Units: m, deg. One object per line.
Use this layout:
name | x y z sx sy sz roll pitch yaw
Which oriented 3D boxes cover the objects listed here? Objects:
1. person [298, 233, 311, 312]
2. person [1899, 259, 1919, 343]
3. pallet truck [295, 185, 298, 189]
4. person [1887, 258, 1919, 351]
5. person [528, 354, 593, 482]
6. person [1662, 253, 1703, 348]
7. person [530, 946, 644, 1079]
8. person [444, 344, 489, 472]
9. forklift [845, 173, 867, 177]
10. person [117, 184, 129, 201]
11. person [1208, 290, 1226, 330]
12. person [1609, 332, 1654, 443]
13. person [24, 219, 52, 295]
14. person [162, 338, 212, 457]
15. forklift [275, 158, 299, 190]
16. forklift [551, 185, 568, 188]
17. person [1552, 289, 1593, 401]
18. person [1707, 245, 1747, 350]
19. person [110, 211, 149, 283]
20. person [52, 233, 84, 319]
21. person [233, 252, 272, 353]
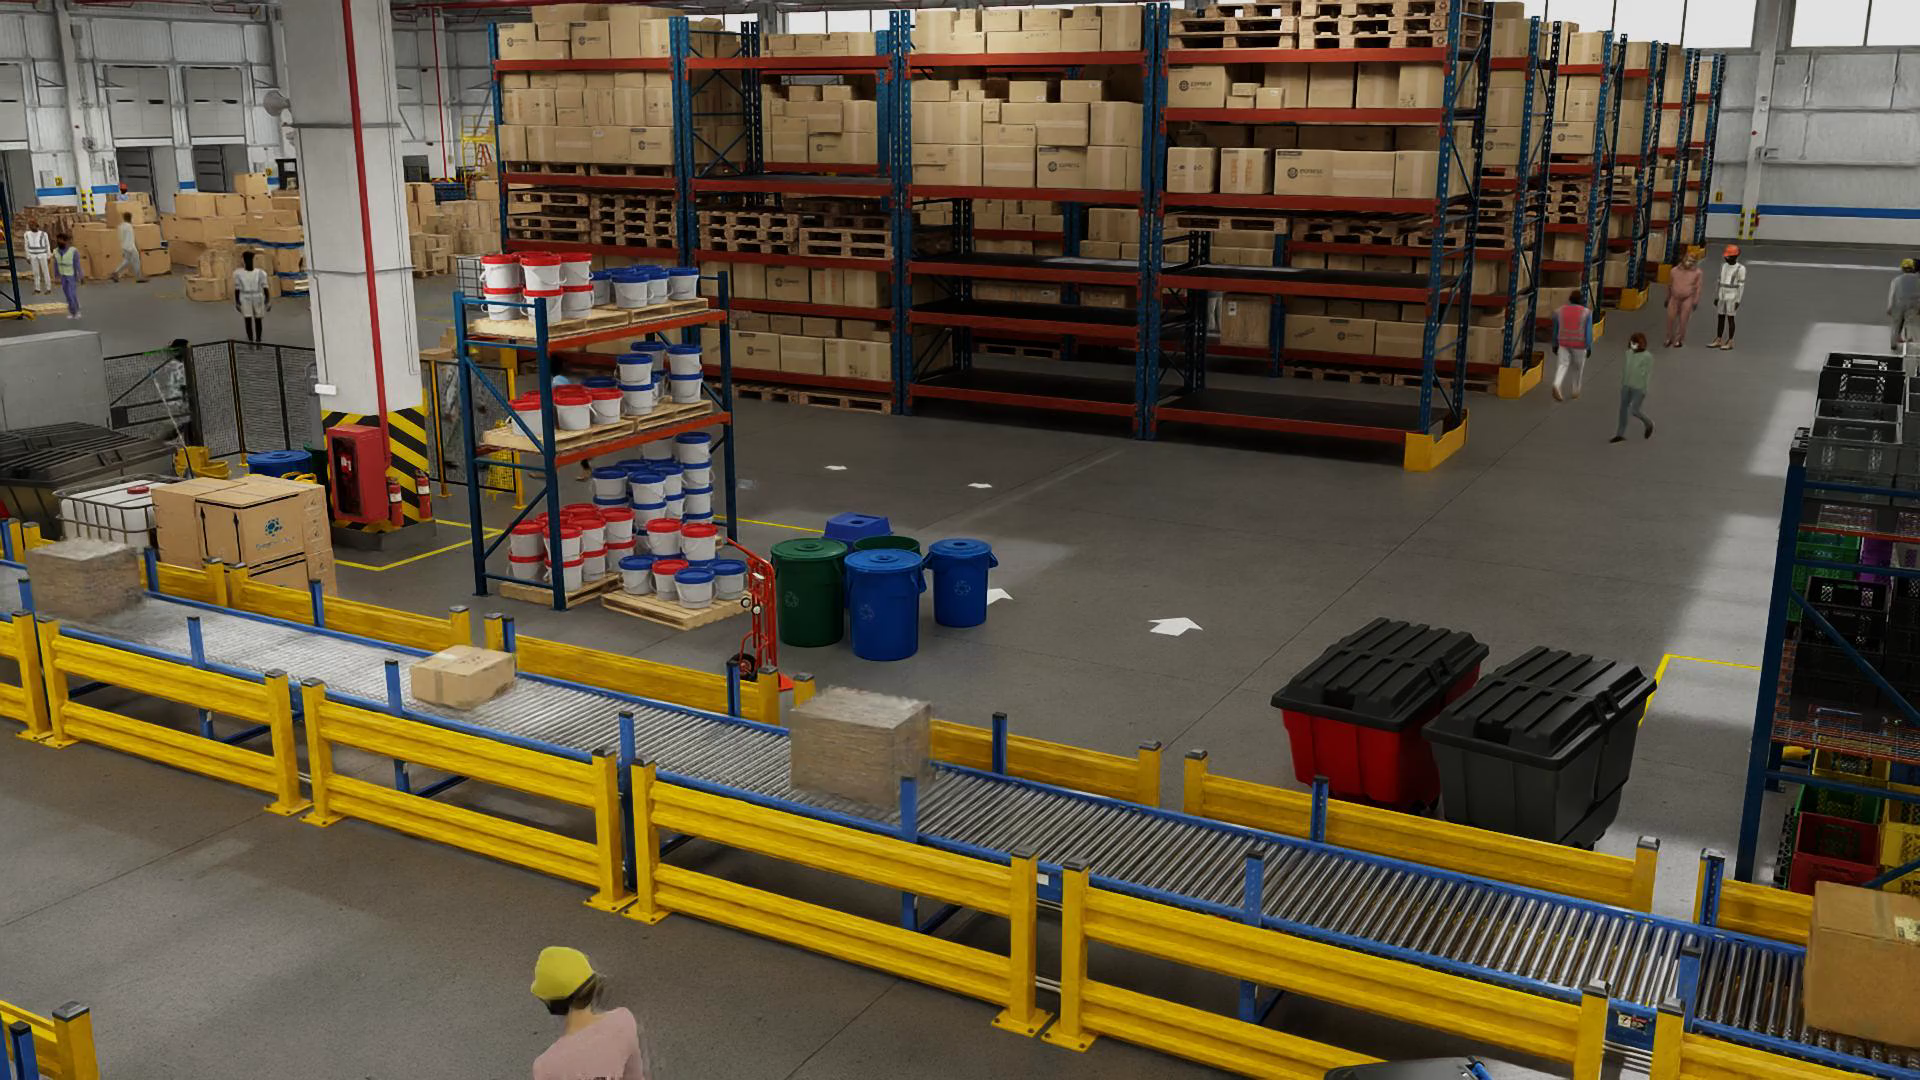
person | -14.989 -6.185 38.385 0.533 1.812 0.937 4 15 14
person | 19.010 -4.760 33.258 0.318 1.699 0.533 -3 15 -9
pallet truck | -26.804 -14.617 69.738 1.885 1.965 0.823 -14 20 -42
person | 18.306 -4.535 32.219 0.628 1.813 0.601 5 16 17
person | -5.124 -1.558 21.322 0.890 1.640 0.527 1 15 3
person | 14.159 -4.695 32.679 0.685 1.870 0.696 11 19 36
person | -1.470 2.366 6.449 0.927 1.711 0.573 10 18 34
person | -6.544 -1.780 21.902 0.862 1.783 0.599 1 15 2
forklift | -3.950 -13.443 63.637 1.129 2.768 1.873 8 17 28
person | -28.852 -11.339 57.524 0.352 1.942 0.546 2 15 6
person | 5.233 -4.961 34.136 0.499 1.633 0.286 -8 17 -27
person | 9.647 -2.173 23.676 0.515 1.616 0.537 -7 17 -26
person | -23.055 -7.074 41.606 0.574 1.881 0.357 -1 15 -4
person | -10.554 -1.885 22.466 0.578 1.680 0.536 -6 16 -22
forklift | -22.628 -11.539 56.478 1.873 2.768 1.129 8 17 28
forklift | -15.292 -13.524 63.939 1.873 2.768 1.129 8 17 28
person | 9.933 -3.160 27.046 0.635 1.813 0.842 10 18 32
person | 15.007 -4.737 32.530 0.392 2.035 0.605 -6 16 -22
person | -22.089 -7.728 44.026 0.836 1.913 0.633 -14 20 -41
person | -19.856 -5.862 37.012 0.625 1.900 0.463 2 15 9
person | -13.691 -4.604 32.218 0.629 1.921 0.932 -7 17 -25
